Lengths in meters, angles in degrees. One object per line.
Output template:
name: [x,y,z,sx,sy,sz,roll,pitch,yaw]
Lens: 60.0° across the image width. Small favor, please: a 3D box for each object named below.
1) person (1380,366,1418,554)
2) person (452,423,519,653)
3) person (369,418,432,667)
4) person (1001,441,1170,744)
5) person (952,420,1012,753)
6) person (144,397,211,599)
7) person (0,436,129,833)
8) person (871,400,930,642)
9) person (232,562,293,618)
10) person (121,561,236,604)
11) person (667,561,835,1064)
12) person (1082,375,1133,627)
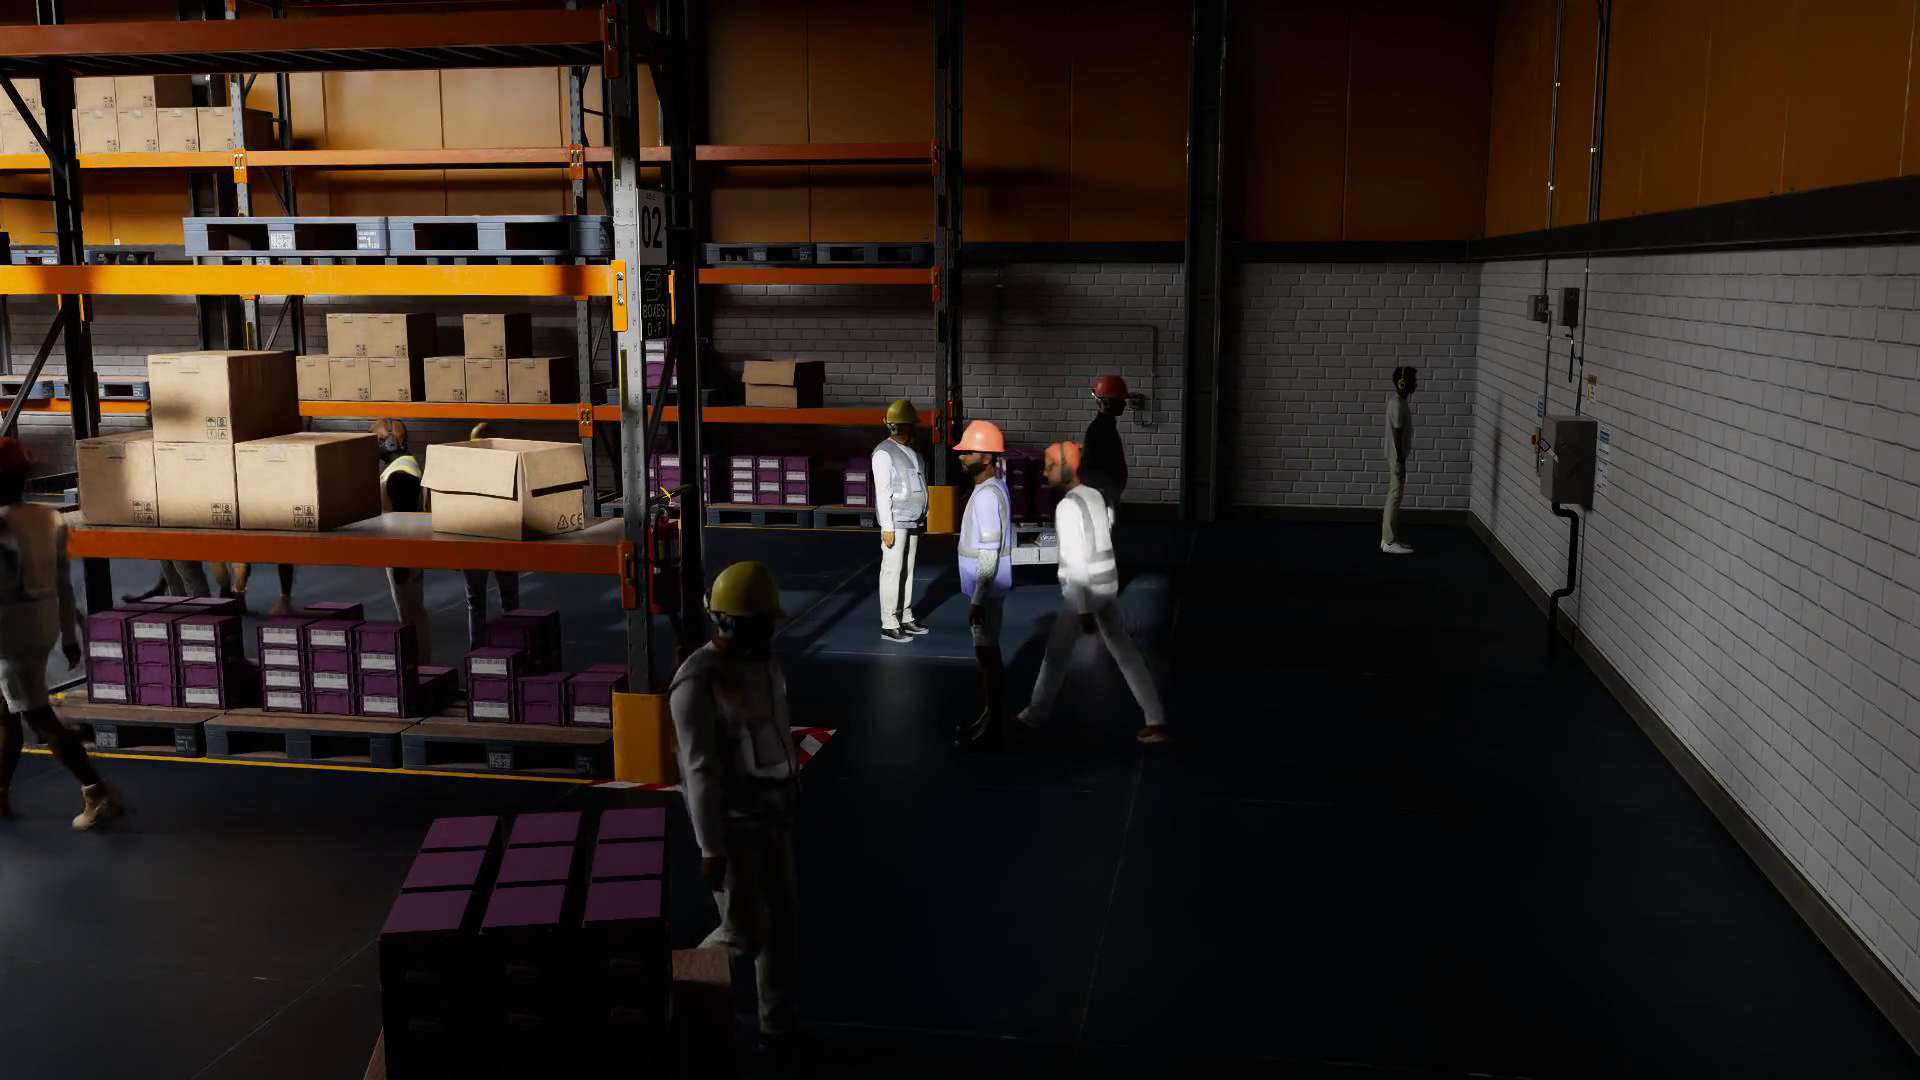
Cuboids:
person: [4.394,-0.804,16.601,0.313,1.869,0.538,2,9,11]
person: [-3.247,0.074,11.478,0.534,1.765,0.323,-3,10,-18]
person: [-3.749,0.098,11.135,0.430,1.835,0.621,-4,10,-23]
person: [0.768,0.323,9.811,1.055,1.822,0.635,5,10,27]
person: [0.130,0.269,9.719,0.344,1.942,0.547,1,9,4]
person: [-5.752,-0.127,12.192,0.630,1.940,0.370,7,11,37]
person: [-4.634,0.476,8.276,1.026,2.003,0.622,1,9,8]
person: [-0.437,-0.152,12.669,0.404,1.833,0.590,4,10,23]
person: [-5.709,-0.368,13.502,1.019,1.994,0.624,8,12,41]
person: [-6.349,-0.308,13.441,0.960,1.888,0.568,-2,9,-13]
person: [-0.764,0.963,5.796,0.553,1.809,0.608,4,10,22]
person: [1.159,-0.309,13.141,0.396,1.992,0.619,2,9,11]
